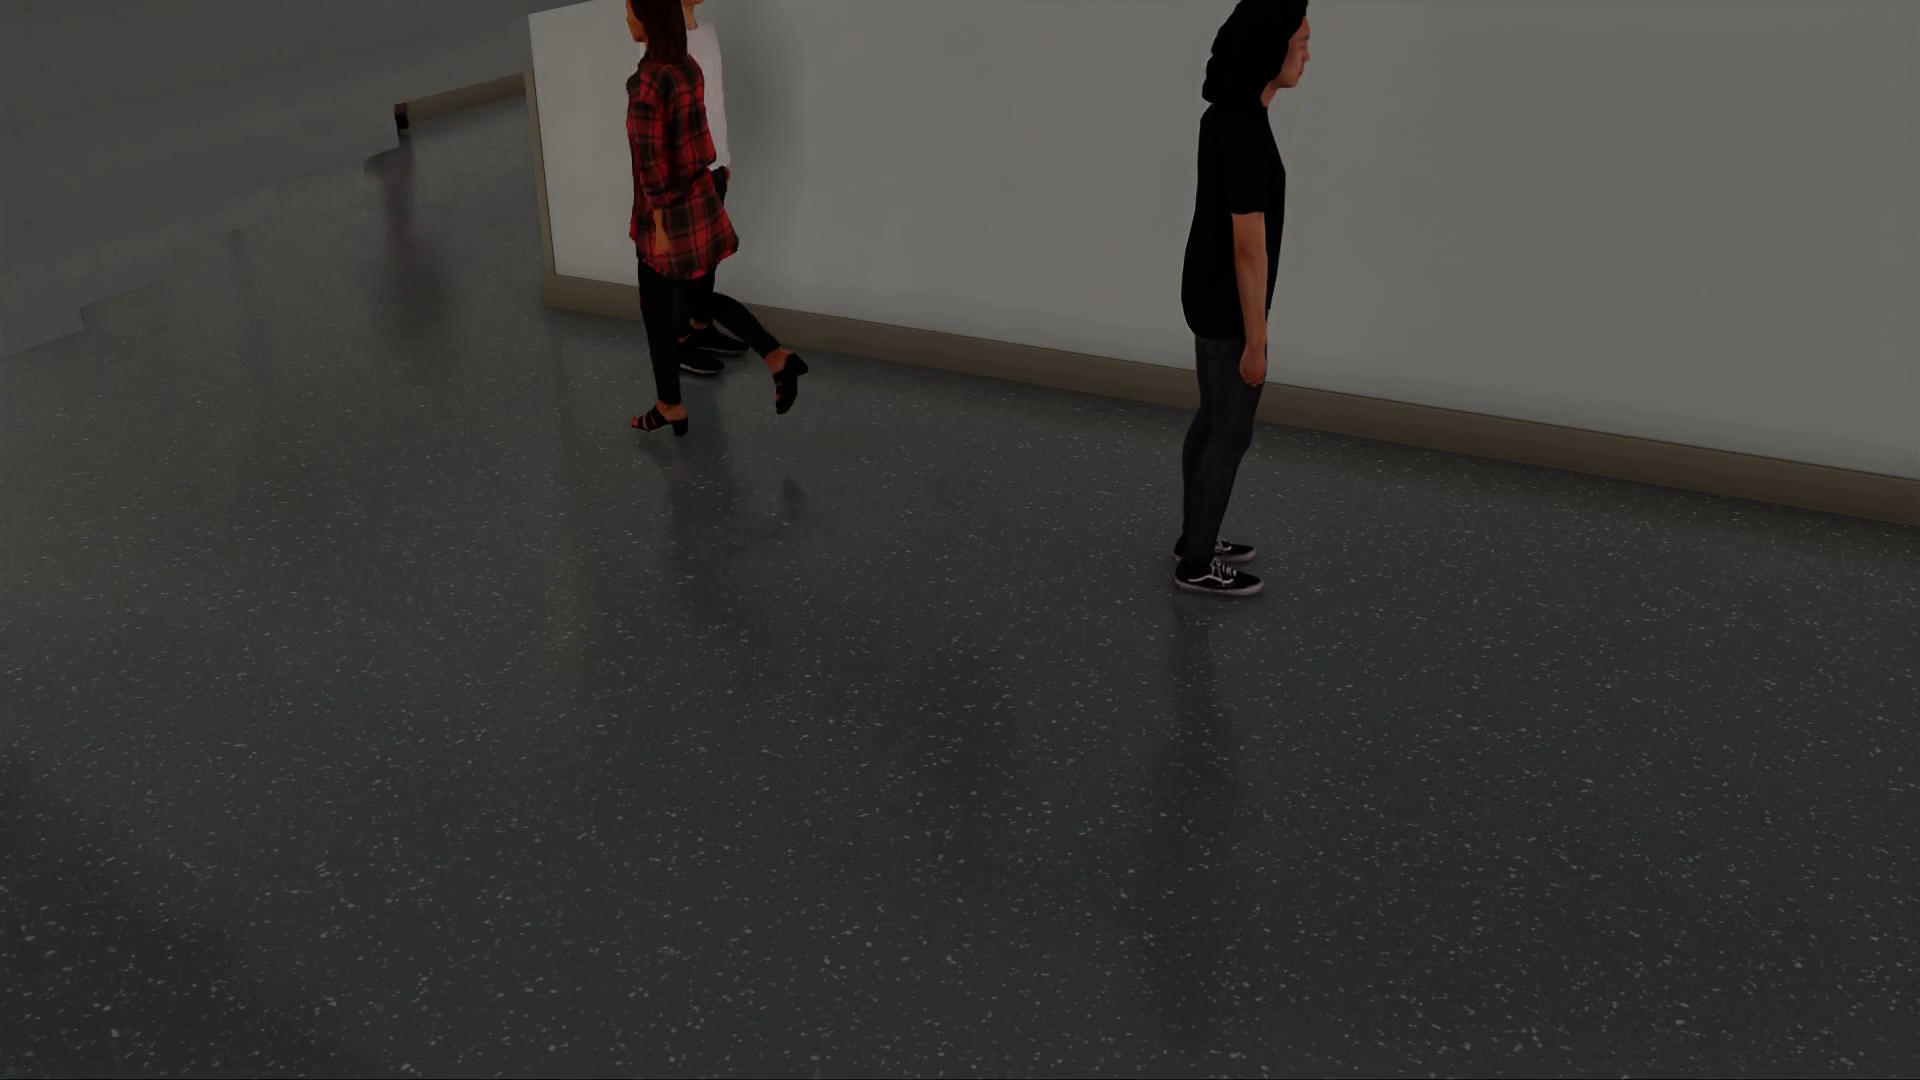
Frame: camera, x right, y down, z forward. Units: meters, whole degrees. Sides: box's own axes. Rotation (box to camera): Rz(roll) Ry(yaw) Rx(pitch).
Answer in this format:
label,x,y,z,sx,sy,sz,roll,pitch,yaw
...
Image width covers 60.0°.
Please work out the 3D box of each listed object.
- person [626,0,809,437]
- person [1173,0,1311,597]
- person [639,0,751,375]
label,x,y,z,sx,sy,sz,roll,pitch,yaw
person,-0.941,-1.145,6.017,0.979,1.686,0.684,8,27,16
person,0.785,-0.705,4.931,0.708,1.824,0.715,-2,26,-3
person,-1.112,-1.566,6.813,0.561,1.721,0.642,8,27,17
